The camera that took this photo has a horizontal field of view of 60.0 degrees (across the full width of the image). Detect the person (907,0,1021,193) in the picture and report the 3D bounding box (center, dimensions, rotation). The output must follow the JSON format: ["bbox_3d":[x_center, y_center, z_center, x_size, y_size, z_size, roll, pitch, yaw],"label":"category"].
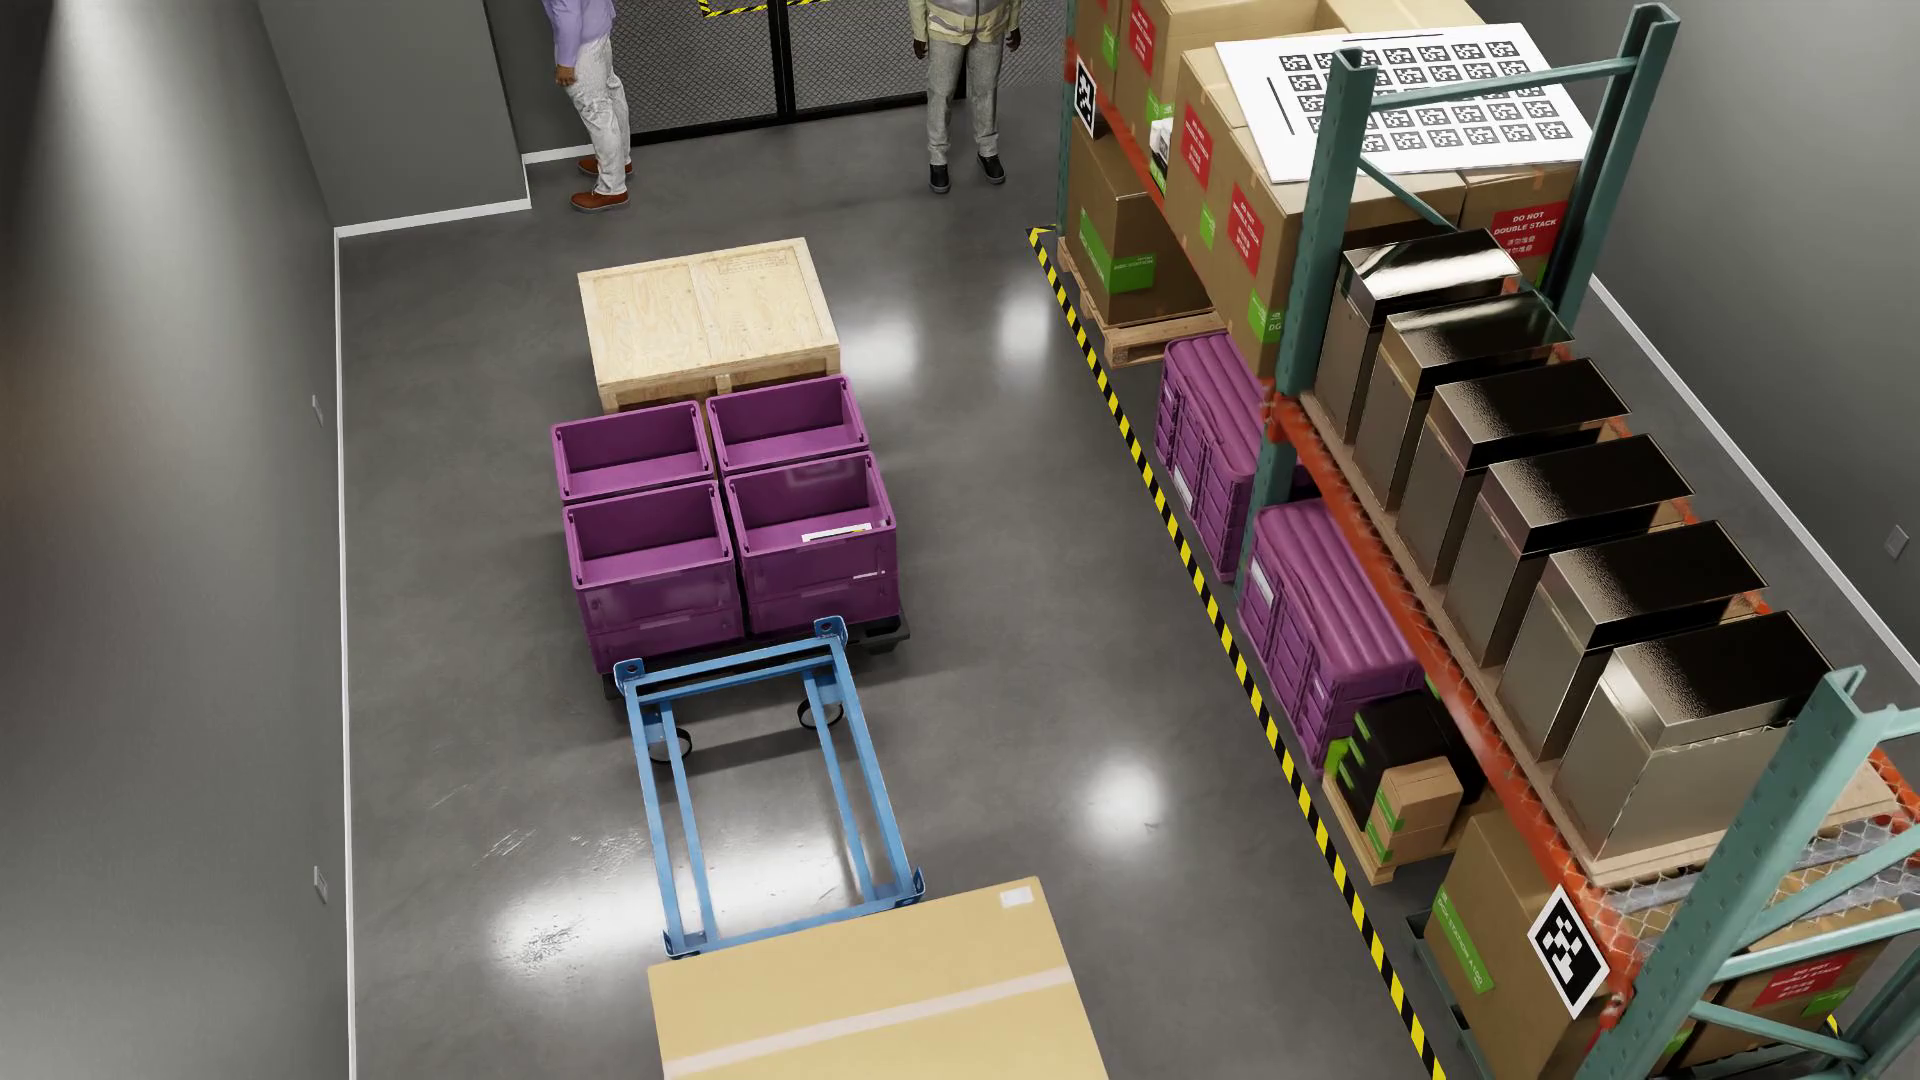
[{"bbox_3d":[0.035,-2.601,8.346,0.591,1.833,0.403,-11,48,-10],"label":"person"}]

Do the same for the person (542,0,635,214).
[{"bbox_3d":[-1.884,-2.515,8.196,0.372,1.940,0.632,1,47,0],"label":"person"}]
